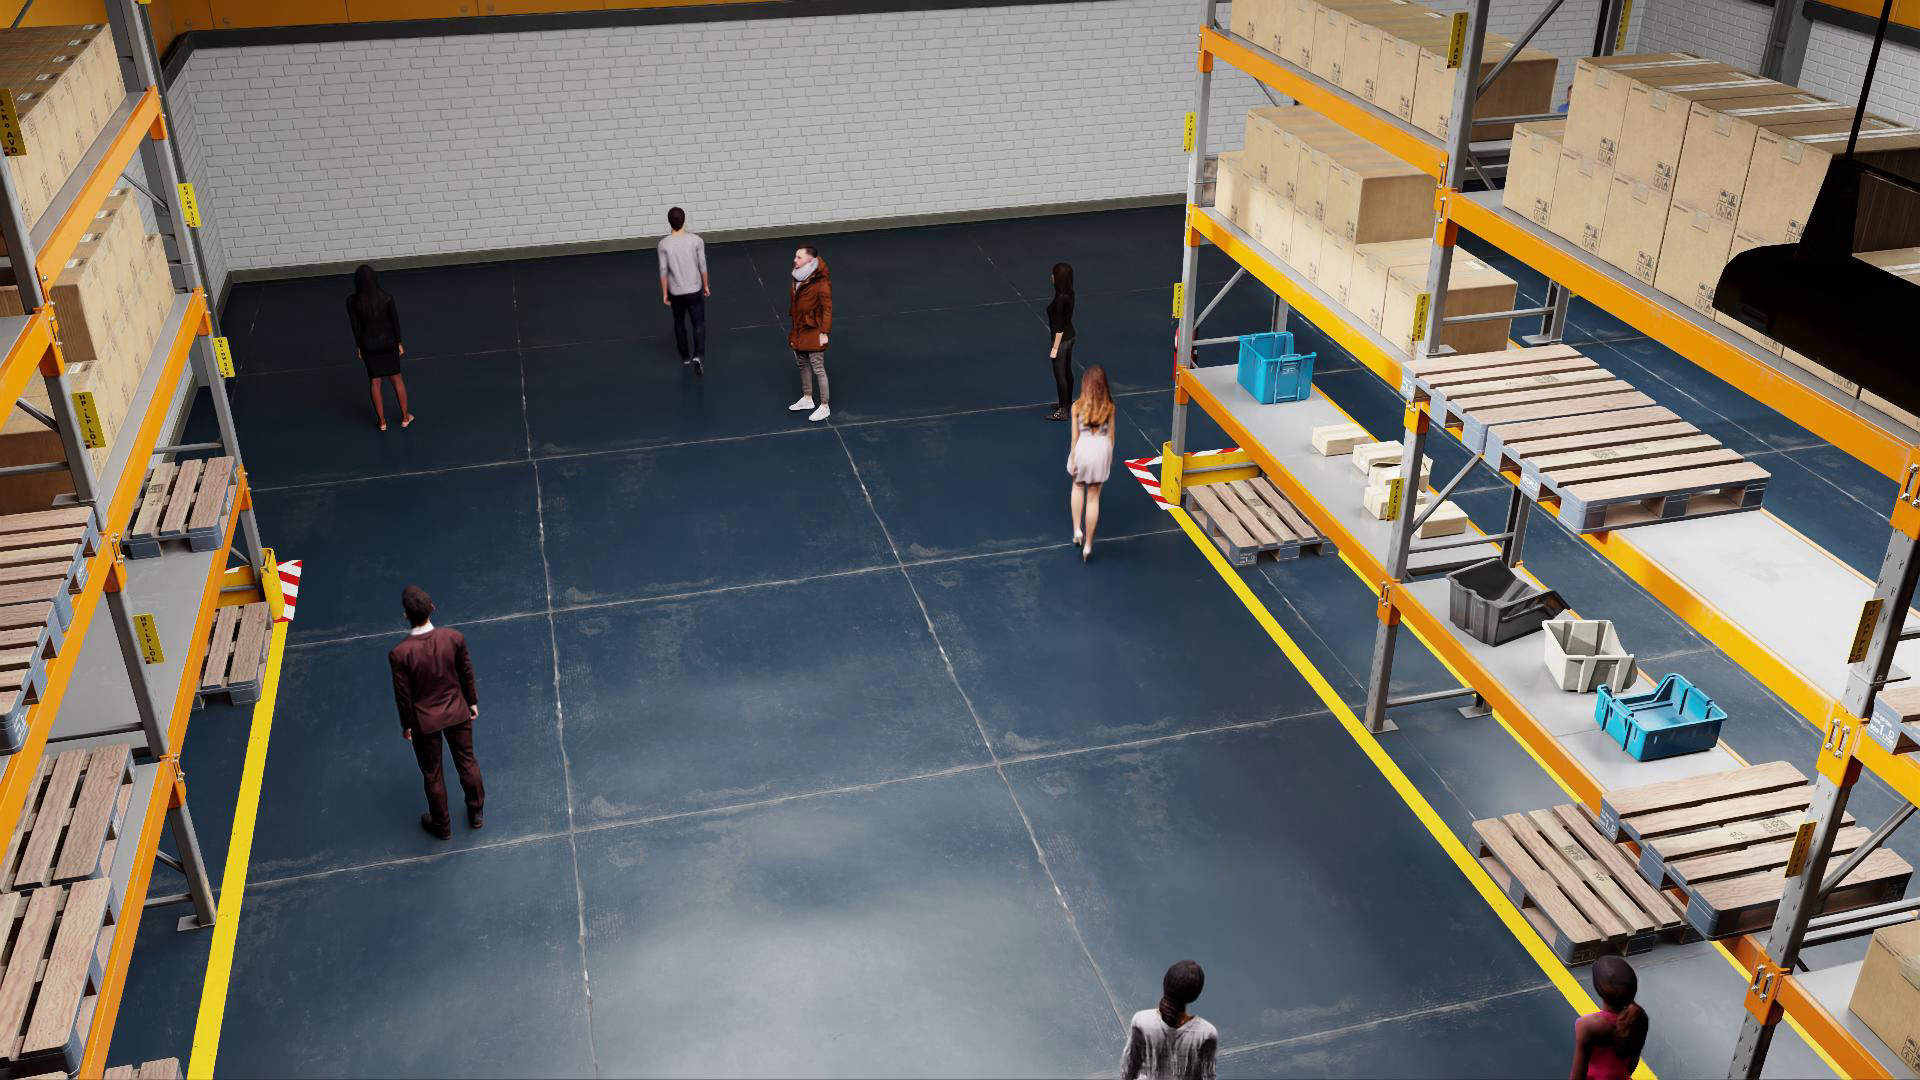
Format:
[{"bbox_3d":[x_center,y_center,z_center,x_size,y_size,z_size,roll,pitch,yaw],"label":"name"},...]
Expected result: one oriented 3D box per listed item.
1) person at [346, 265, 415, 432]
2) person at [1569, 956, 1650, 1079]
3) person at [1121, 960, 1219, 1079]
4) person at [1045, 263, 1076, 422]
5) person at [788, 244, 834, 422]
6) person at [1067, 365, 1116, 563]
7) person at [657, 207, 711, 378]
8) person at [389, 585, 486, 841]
[{"bbox_3d":[-5.821,-1.938,16.664,0.617,1.722,0.513,-9,30,-16],"label":"person"},{"bbox_3d":[3.101,2.818,8.010,0.699,1.661,1.169,-2,29,-4],"label":"person"},{"bbox_3d":[0.971,2.808,7.942,0.944,1.742,1.132,7,29,12],"label":"person"},{"bbox_3d":[1.046,-2.024,16.905,0.723,1.641,0.621,10,30,17],"label":"person"},{"bbox_3d":[-1.521,-2.127,16.890,0.898,1.837,0.802,-23,36,-36],"label":"person"},{"bbox_3d":[1.129,-0.612,14.201,0.682,1.753,0.776,3,29,5],"label":"person"},{"bbox_3d":[-2.942,-2.649,17.867,0.768,1.819,1.118,-4,29,-7],"label":"person"},{"bbox_3d":[-3.412,1.131,10.888,0.758,1.865,0.730,-18,34,-30],"label":"person"}]
